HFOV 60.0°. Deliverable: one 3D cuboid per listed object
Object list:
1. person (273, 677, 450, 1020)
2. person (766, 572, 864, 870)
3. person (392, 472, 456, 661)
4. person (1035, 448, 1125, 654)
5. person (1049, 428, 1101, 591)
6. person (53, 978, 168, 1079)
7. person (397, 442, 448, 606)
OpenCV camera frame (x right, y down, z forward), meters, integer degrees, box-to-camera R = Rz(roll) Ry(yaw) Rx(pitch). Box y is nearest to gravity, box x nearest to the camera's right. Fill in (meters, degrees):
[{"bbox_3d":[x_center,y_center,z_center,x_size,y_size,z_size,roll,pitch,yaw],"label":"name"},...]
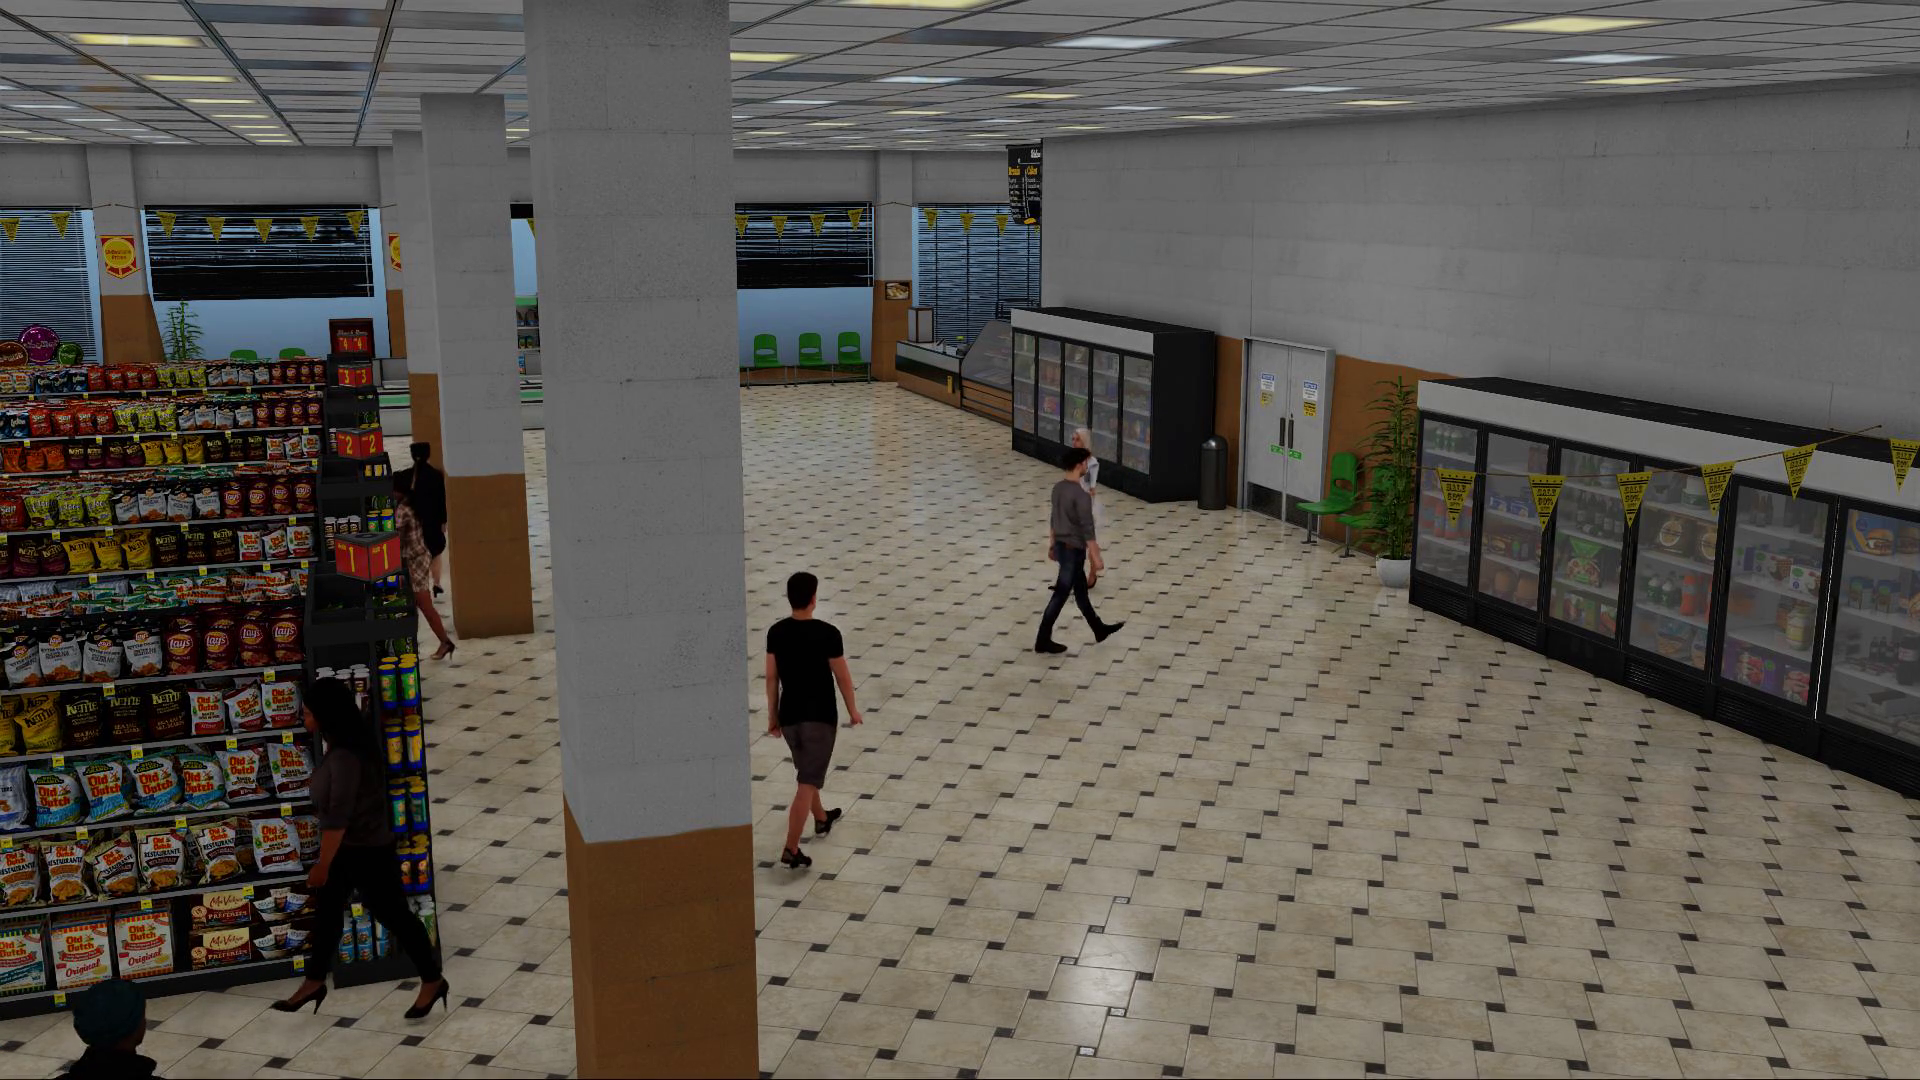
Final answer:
[{"bbox_3d":[-2.911,1.576,8.373,1.066,1.791,0.712,-5,13,-24],"label":"person"},{"bbox_3d":[-0.987,1.149,10.331,1.230,1.819,1.256,5,13,21],"label":"person"},{"bbox_3d":[-4.727,0.273,14.682,0.970,1.740,0.771,0,12,0],"label":"person"},{"bbox_3d":[0.914,0.141,15.021,1.173,1.858,0.737,-5,13,-23],"label":"person"},{"bbox_3d":[1.357,-0.315,17.513,0.826,1.725,0.971,10,16,40],"label":"person"},{"bbox_3d":[-2.629,2.246,5.151,0.796,1.807,0.891,1,12,7],"label":"person"},{"bbox_3d":[-5.450,-0.133,16.850,1.114,1.643,0.998,0,12,0],"label":"person"}]
